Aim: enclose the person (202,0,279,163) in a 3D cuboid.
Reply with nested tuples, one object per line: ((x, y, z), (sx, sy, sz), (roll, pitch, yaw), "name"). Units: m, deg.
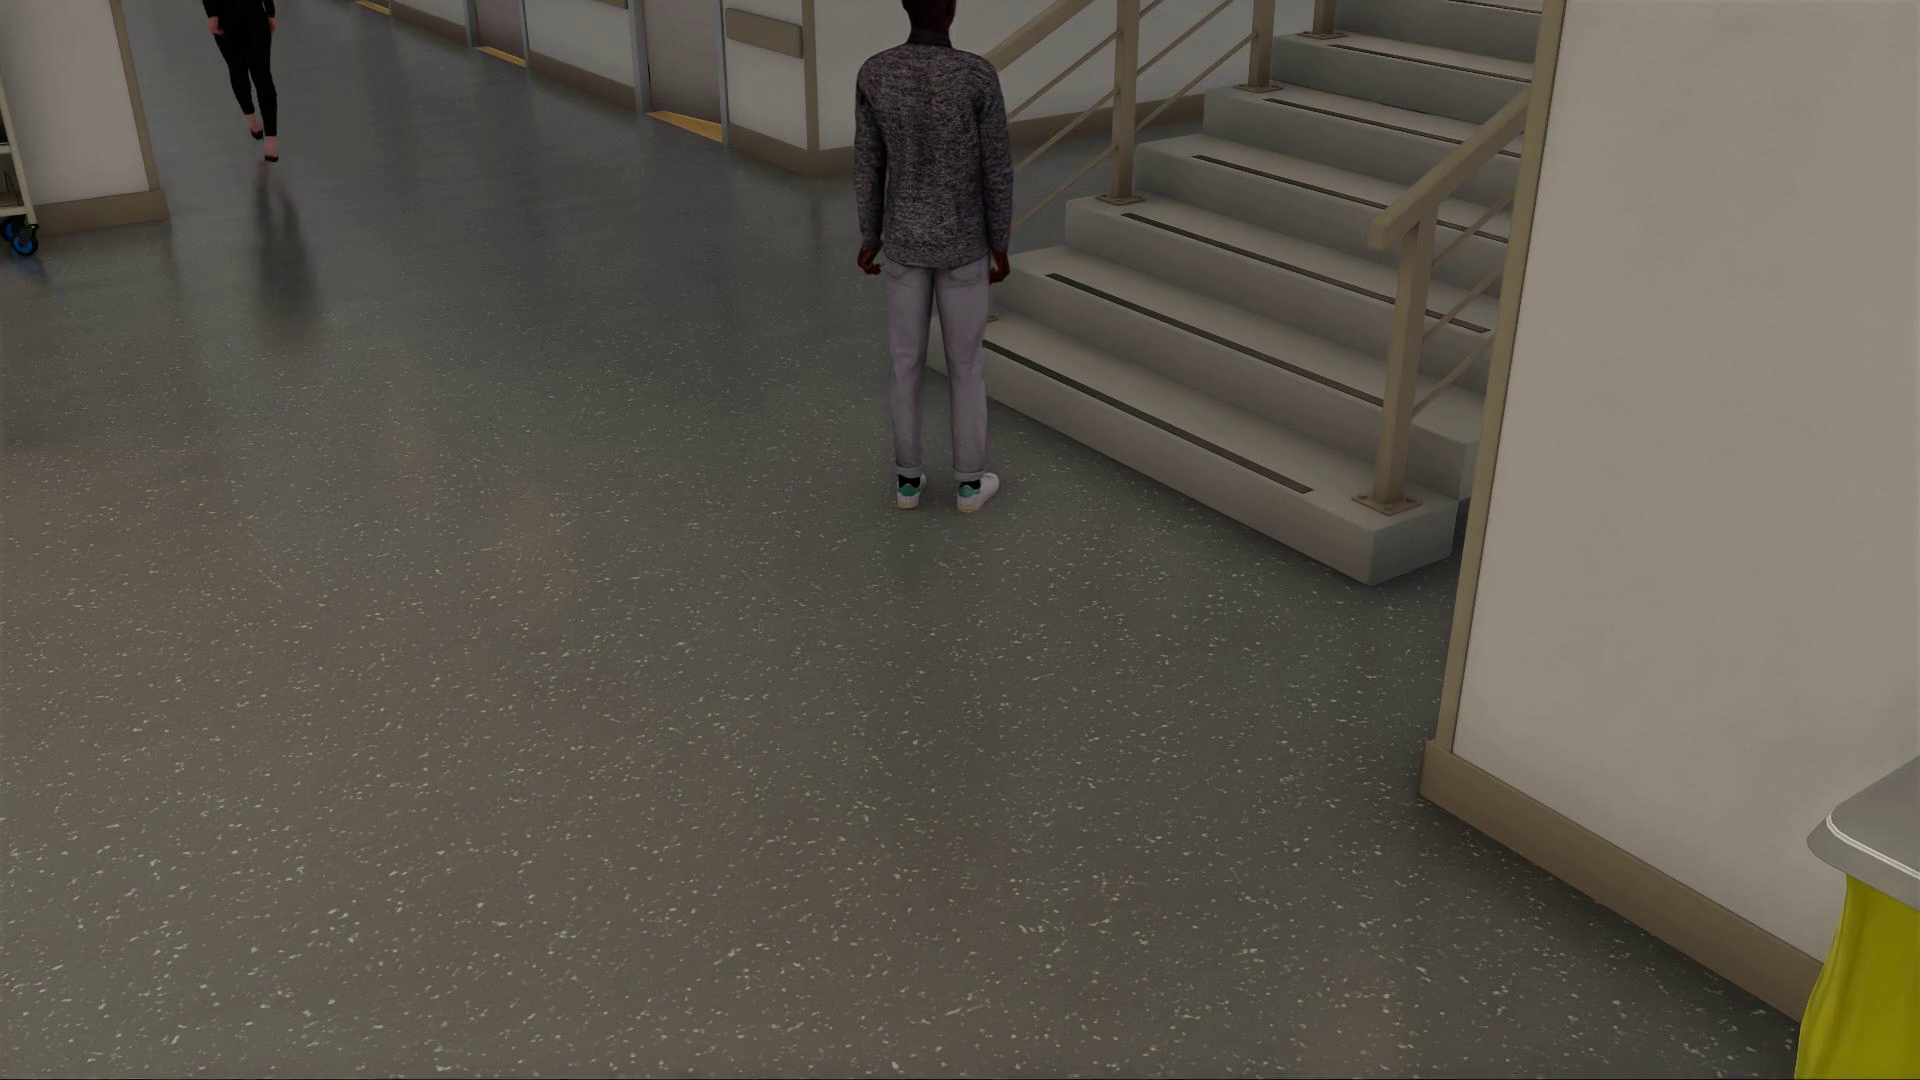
((-4.531, -3.227, 10.418), (1.101, 1.666, 0.789), (-12, 28, -23), "person")

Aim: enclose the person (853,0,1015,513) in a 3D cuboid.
((-0.091, -0.981, 5.563), (0.755, 1.838, 0.791), (6, 26, 13), "person")
